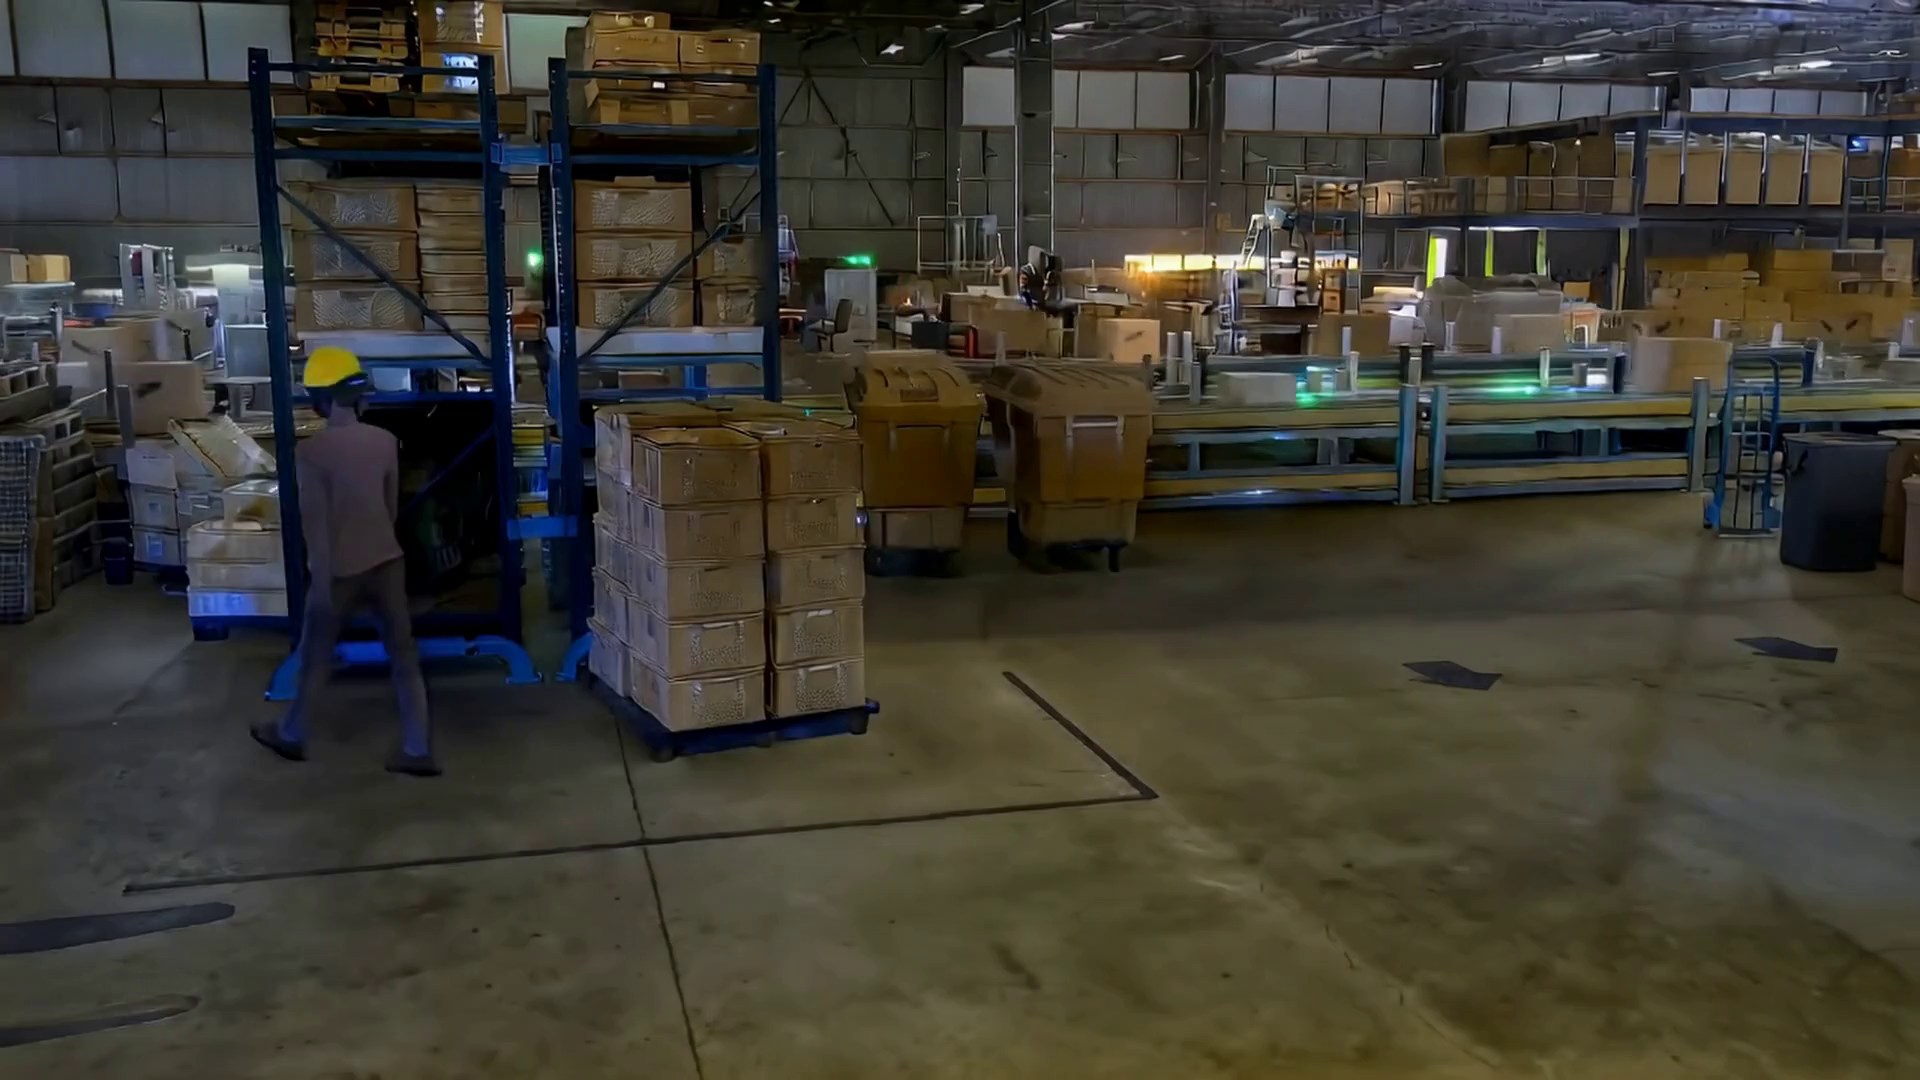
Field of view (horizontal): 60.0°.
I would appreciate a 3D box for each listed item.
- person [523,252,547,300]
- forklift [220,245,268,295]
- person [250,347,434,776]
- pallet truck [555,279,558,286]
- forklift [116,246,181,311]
[{"bbox_3d":[-9.453,-5.383,36.927,0.638,1.993,1.040,5,11,26],"label":"person"},{"bbox_3d":[-17.749,-6.334,41.440,1.157,1.987,2.680,-3,10,-17],"label":"forklift"},{"bbox_3d":[-2.500,0.089,6.710,0.890,1.715,0.551,5,11,26],"label":"person"},{"bbox_3d":[-10.604,-6.375,44.520,0.653,1.274,1.630,-3,10,-15],"label":"pallet truck"},{"bbox_3d":[-19.966,-6.232,40.894,1.157,1.987,2.680,-3,10,-15],"label":"forklift"}]
